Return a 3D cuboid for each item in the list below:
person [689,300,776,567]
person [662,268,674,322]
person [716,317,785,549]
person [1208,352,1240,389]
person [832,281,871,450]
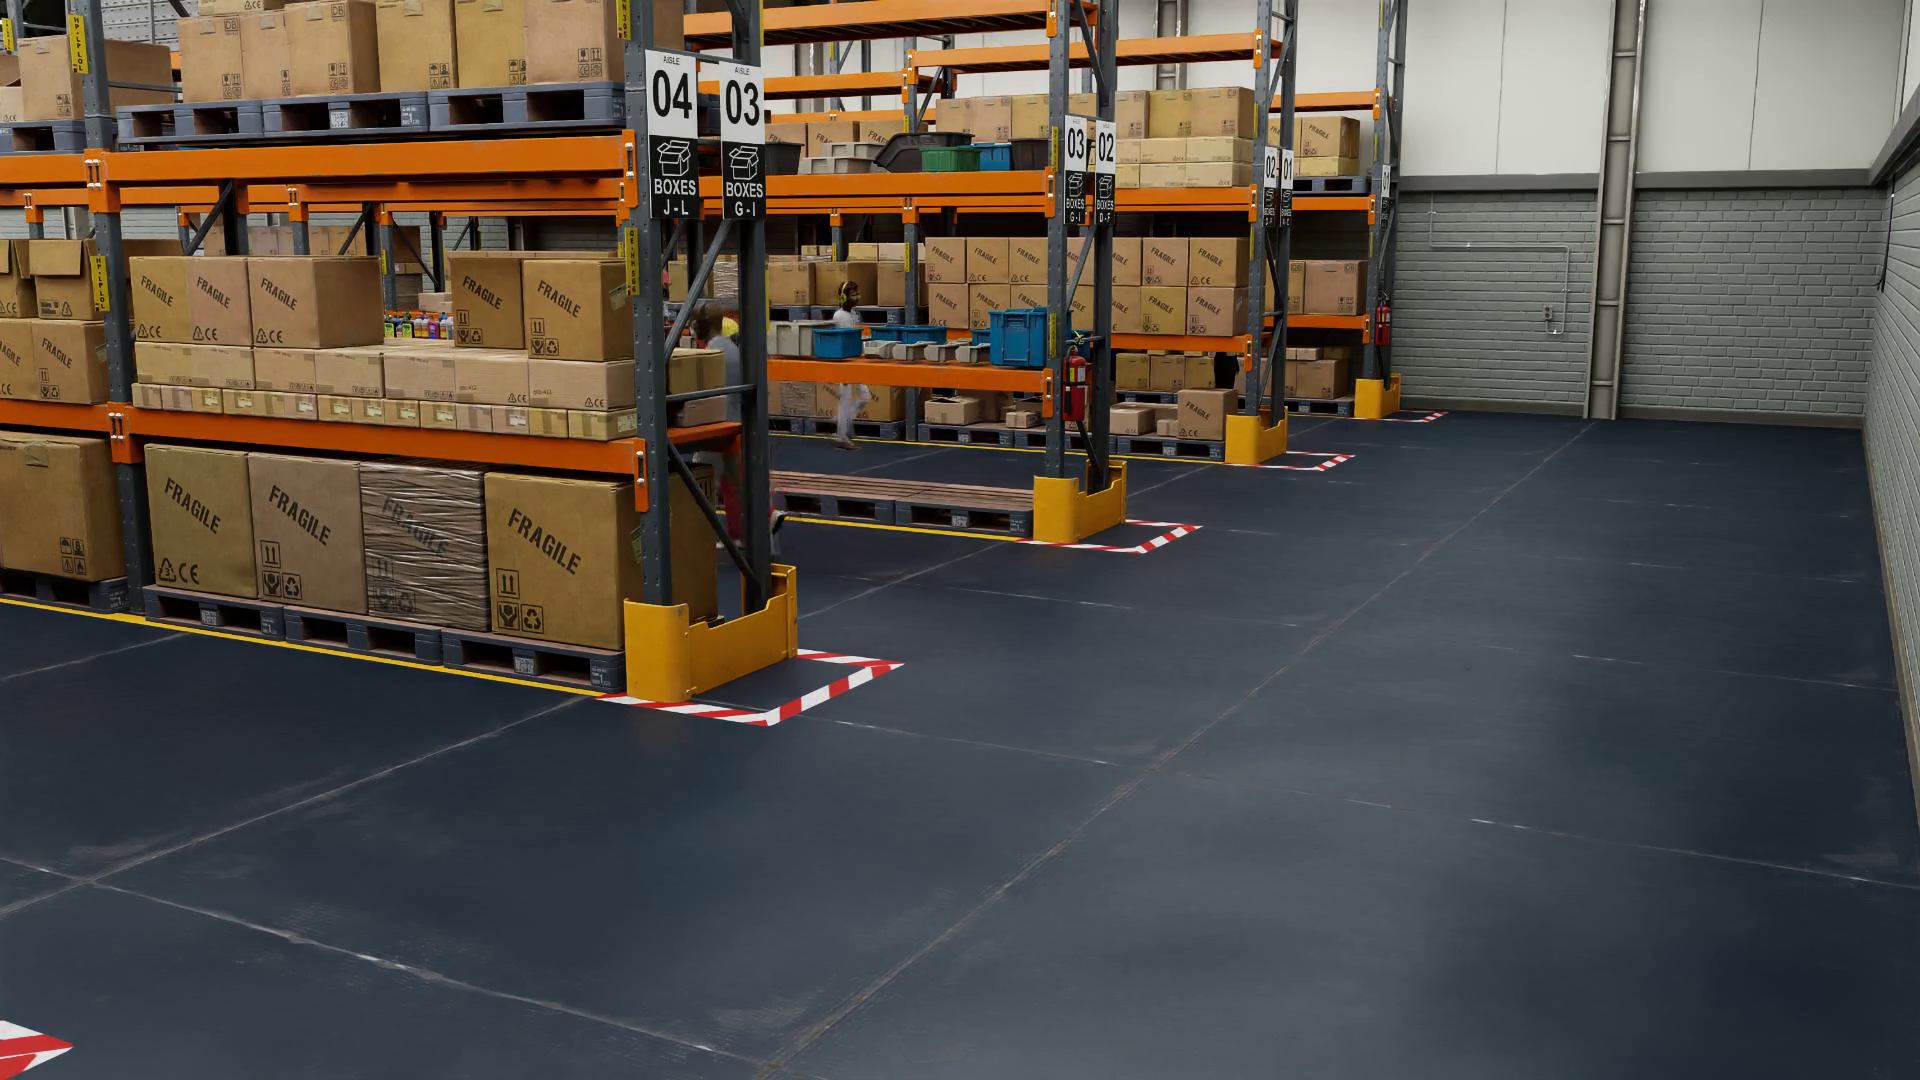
[{"bbox_3d":[-1.756,-0.726,11.711,0.969,1.889,0.681,2,11,11],"label":"person"},{"bbox_3d":[-3.520,-2.156,19.273,1.078,1.992,0.627,4,11,20],"label":"person"},{"bbox_3d":[-1.645,-0.785,12.399,0.487,1.750,0.532,2,11,13],"label":"person"},{"bbox_3d":[3.022,-2.053,18.873,0.393,1.919,0.589,4,11,23],"label":"person"},{"bbox_3d":[-1.197,-1.898,18.209,0.404,1.851,0.549,4,11,21],"label":"person"}]
